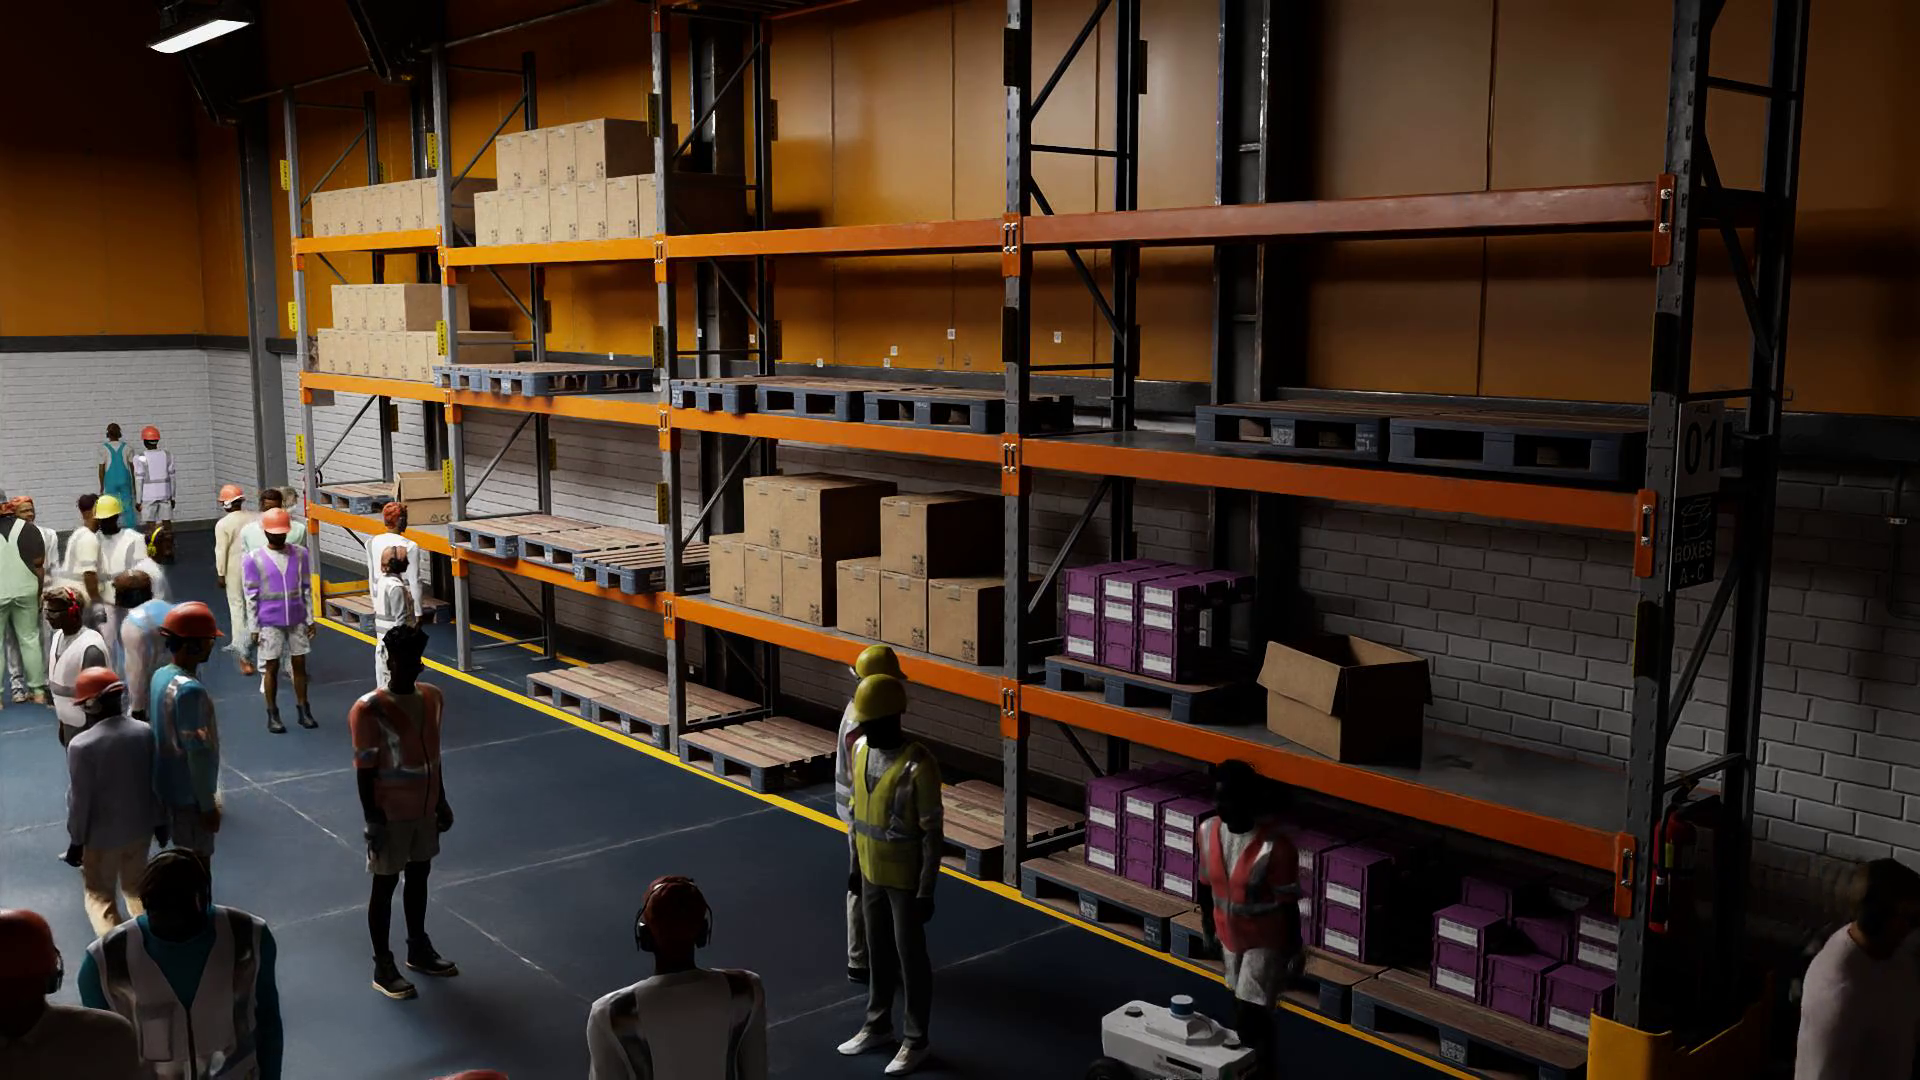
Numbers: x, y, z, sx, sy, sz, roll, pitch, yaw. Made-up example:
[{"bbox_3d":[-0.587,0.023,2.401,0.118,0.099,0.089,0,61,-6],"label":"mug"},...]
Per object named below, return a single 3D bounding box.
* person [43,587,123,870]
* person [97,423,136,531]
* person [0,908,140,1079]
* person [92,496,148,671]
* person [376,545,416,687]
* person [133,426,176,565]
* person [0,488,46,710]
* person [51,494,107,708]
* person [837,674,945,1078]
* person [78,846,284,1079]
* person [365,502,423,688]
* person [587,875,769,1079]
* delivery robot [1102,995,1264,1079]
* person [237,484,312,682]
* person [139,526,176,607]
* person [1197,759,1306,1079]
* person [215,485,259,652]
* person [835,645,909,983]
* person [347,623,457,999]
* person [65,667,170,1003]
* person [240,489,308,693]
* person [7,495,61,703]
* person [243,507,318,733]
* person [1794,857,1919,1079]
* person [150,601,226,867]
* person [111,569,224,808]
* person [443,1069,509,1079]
[{"bbox_3d":[-5.648,1.197,10.751,0.561,1.836,0.392,7,11,40],"label":"person"},{"bbox_3d":[-12.507,-0.817,24.699,0.506,1.846,0.345,-5,10,-33],"label":"person"},{"bbox_3d":[-2.625,1.990,4.717,0.620,1.986,0.409,-4,9,-24],"label":"person"},{"bbox_3d":[-7.737,0.526,15.277,0.603,1.878,0.940,-1,8,-9],"label":"person"},{"bbox_3d":[-4.670,0.857,13.780,0.310,1.638,0.523,-5,10,-33],"label":"person"},{"bbox_3d":[-11.057,-0.599,22.847,0.348,1.942,0.548,7,11,41],"label":"person"},{"bbox_3d":[-8.588,0.494,14.915,0.535,2.000,0.679,7,11,42],"label":"person"},{"bbox_3d":[-7.945,0.543,15.092,0.731,1.906,0.681,-4,9,-28],"label":"person"},{"bbox_3d":[-0.333,1.568,7.877,0.392,1.917,0.589,-8,11,-42],"label":"person"},{"bbox_3d":[-2.610,1.929,5.643,0.624,1.841,0.430,-5,10,-31],"label":"person"},{"bbox_3d":[-5.008,0.598,14.775,0.568,1.878,0.351,3,9,22],"label":"person"},{"bbox_3d":[-0.875,1.968,5.211,0.584,1.882,0.346,-4,9,-27],"label":"person"},{"bbox_3d":[0.985,2.268,7.385,0.707,0.478,0.477,7,10,40],"label":"delivery robot"},{"bbox_3d":[-6.616,0.410,16.009,0.794,1.912,0.656,4,9,28],"label":"person"},{"bbox_3d":[-6.496,0.801,13.502,0.346,1.841,0.635,-5,10,-32],"label":"person"},{"bbox_3d":[1.232,1.775,7.331,0.708,1.656,0.542,-7,10,-38],"label":"person"},{"bbox_3d":[-7.539,0.291,17.354,0.357,1.744,0.567,4,9,24],"label":"person"},{"bbox_3d":[-0.466,1.460,8.953,0.403,1.823,0.596,0,8,1],"label":"person"},{"bbox_3d":[-2.944,1.409,8.828,0.372,1.961,0.601,4,9,26],"label":"person"},{"bbox_3d":[-4.430,1.536,8.756,0.517,1.726,0.699,3,9,17],"label":"person"},{"bbox_3d":[-6.393,0.465,15.569,0.590,1.912,0.389,-3,9,-22],"label":"person"},{"bbox_3d":[-8.516,0.530,15.198,0.584,1.884,0.347,-8,11,-42],"label":"person"},{"bbox_3d":[-5.731,0.676,14.063,0.550,1.925,0.391,-7,11,-40],"label":"person"},{"bbox_3d":[2.820,1.923,5.394,0.568,1.919,0.644,7,11,40],"label":"person"},{"bbox_3d":[-4.152,1.344,9.037,0.407,2.035,0.607,-6,10,-37],"label":"person"},{"bbox_3d":[-5.579,1.084,11.675,0.782,1.799,0.740,0,8,0],"label":"person"},{"bbox_3d":[-1.390,2.190,4.345,0.598,1.697,0.791,8,11,43],"label":"person"}]
